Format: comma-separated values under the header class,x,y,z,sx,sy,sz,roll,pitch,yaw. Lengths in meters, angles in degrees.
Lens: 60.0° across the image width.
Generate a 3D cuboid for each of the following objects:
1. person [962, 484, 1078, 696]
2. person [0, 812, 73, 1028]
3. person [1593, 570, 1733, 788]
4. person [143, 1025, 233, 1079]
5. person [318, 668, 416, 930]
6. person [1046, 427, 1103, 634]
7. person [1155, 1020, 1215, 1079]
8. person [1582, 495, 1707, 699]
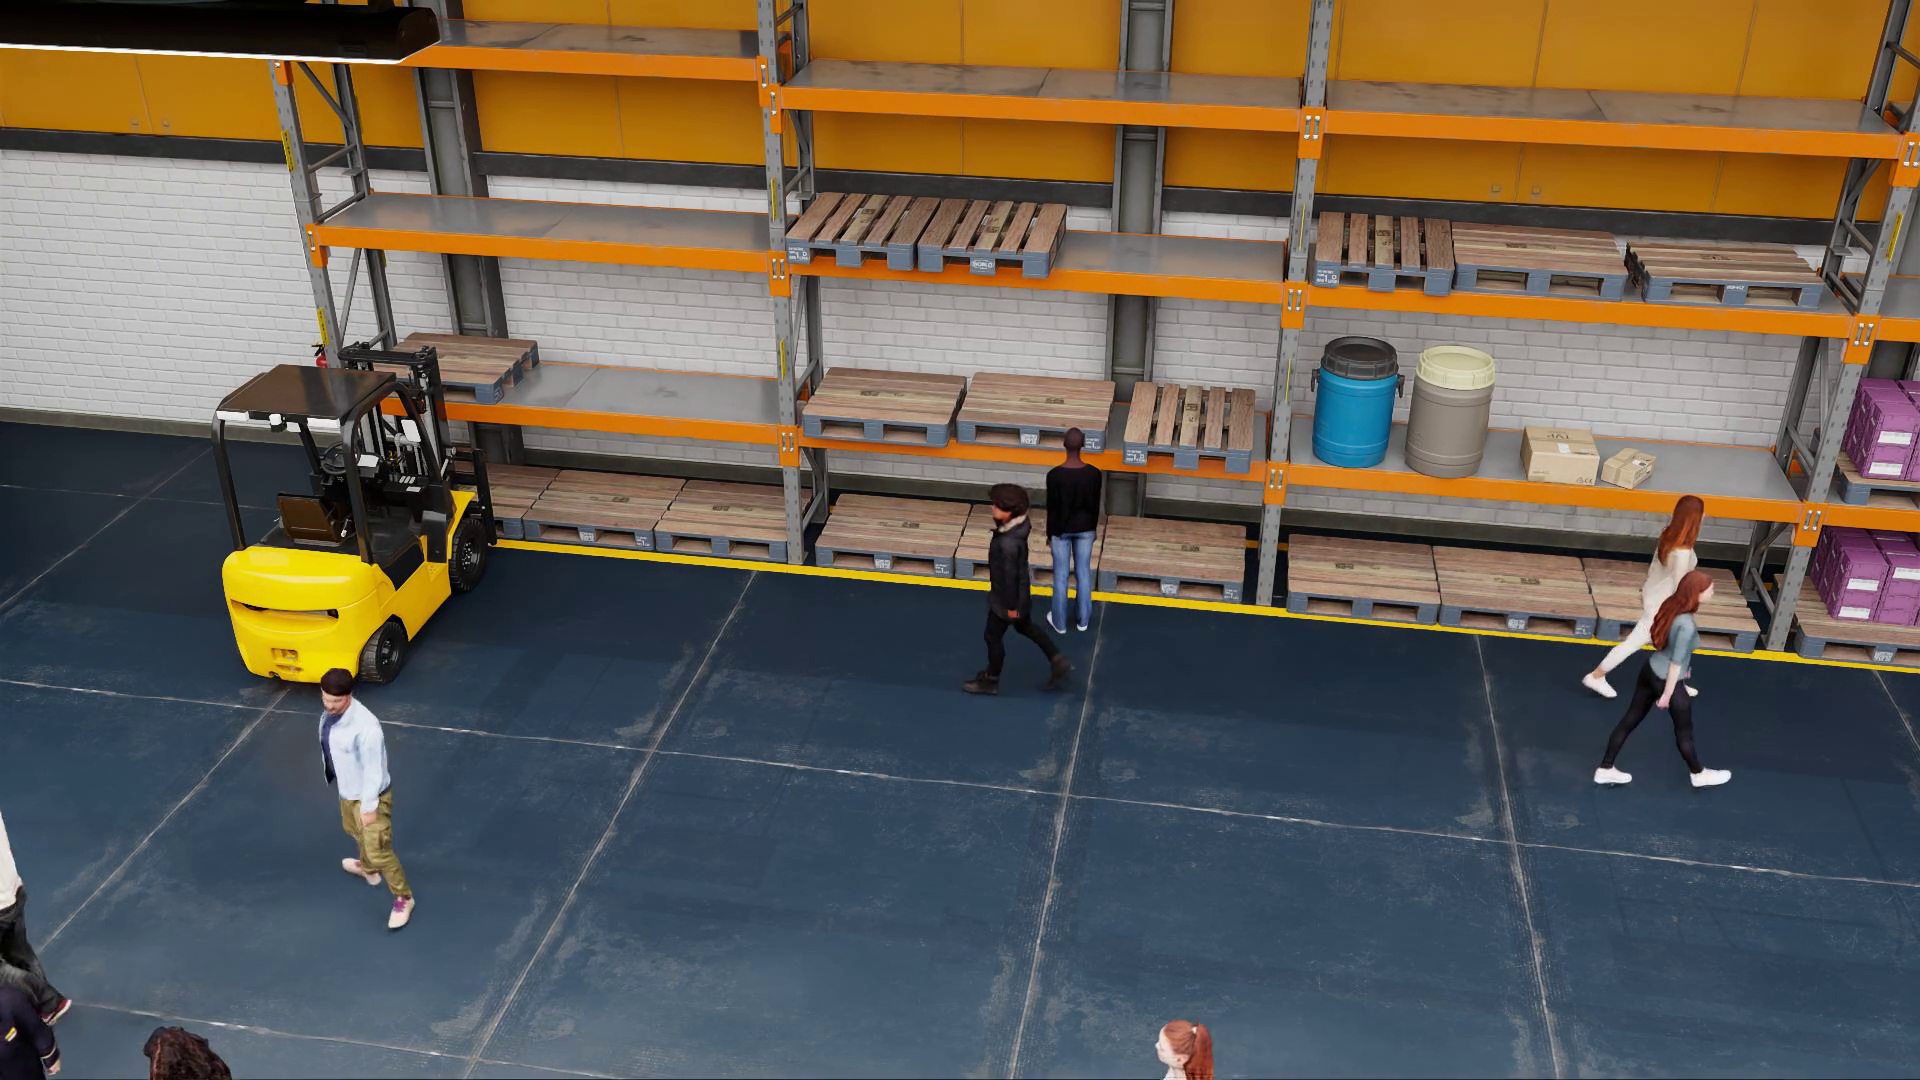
class,x,y,z,sx,sy,sz,roll,pitch,yaw
person,0.455,0.385,12.227,1.062,1.755,0.611,5,29,8
person,-5.265,2.006,9.224,0.795,1.784,0.756,-5,29,-9
person,4.661,0.972,11.213,1.128,1.695,0.666,2,29,3
person,-3.439,2.961,7.690,1.182,1.577,1.033,24,37,37
person,-3.647,1.502,10.137,1.009,1.795,0.870,-17,33,-28
person,0.883,-0.074,13.073,0.576,1.750,0.716,-4,29,-8
person,1.106,2.901,7.683,1.200,1.689,0.631,6,29,11
person,5.034,0.456,12.173,1.070,1.682,0.611,4,29,8
